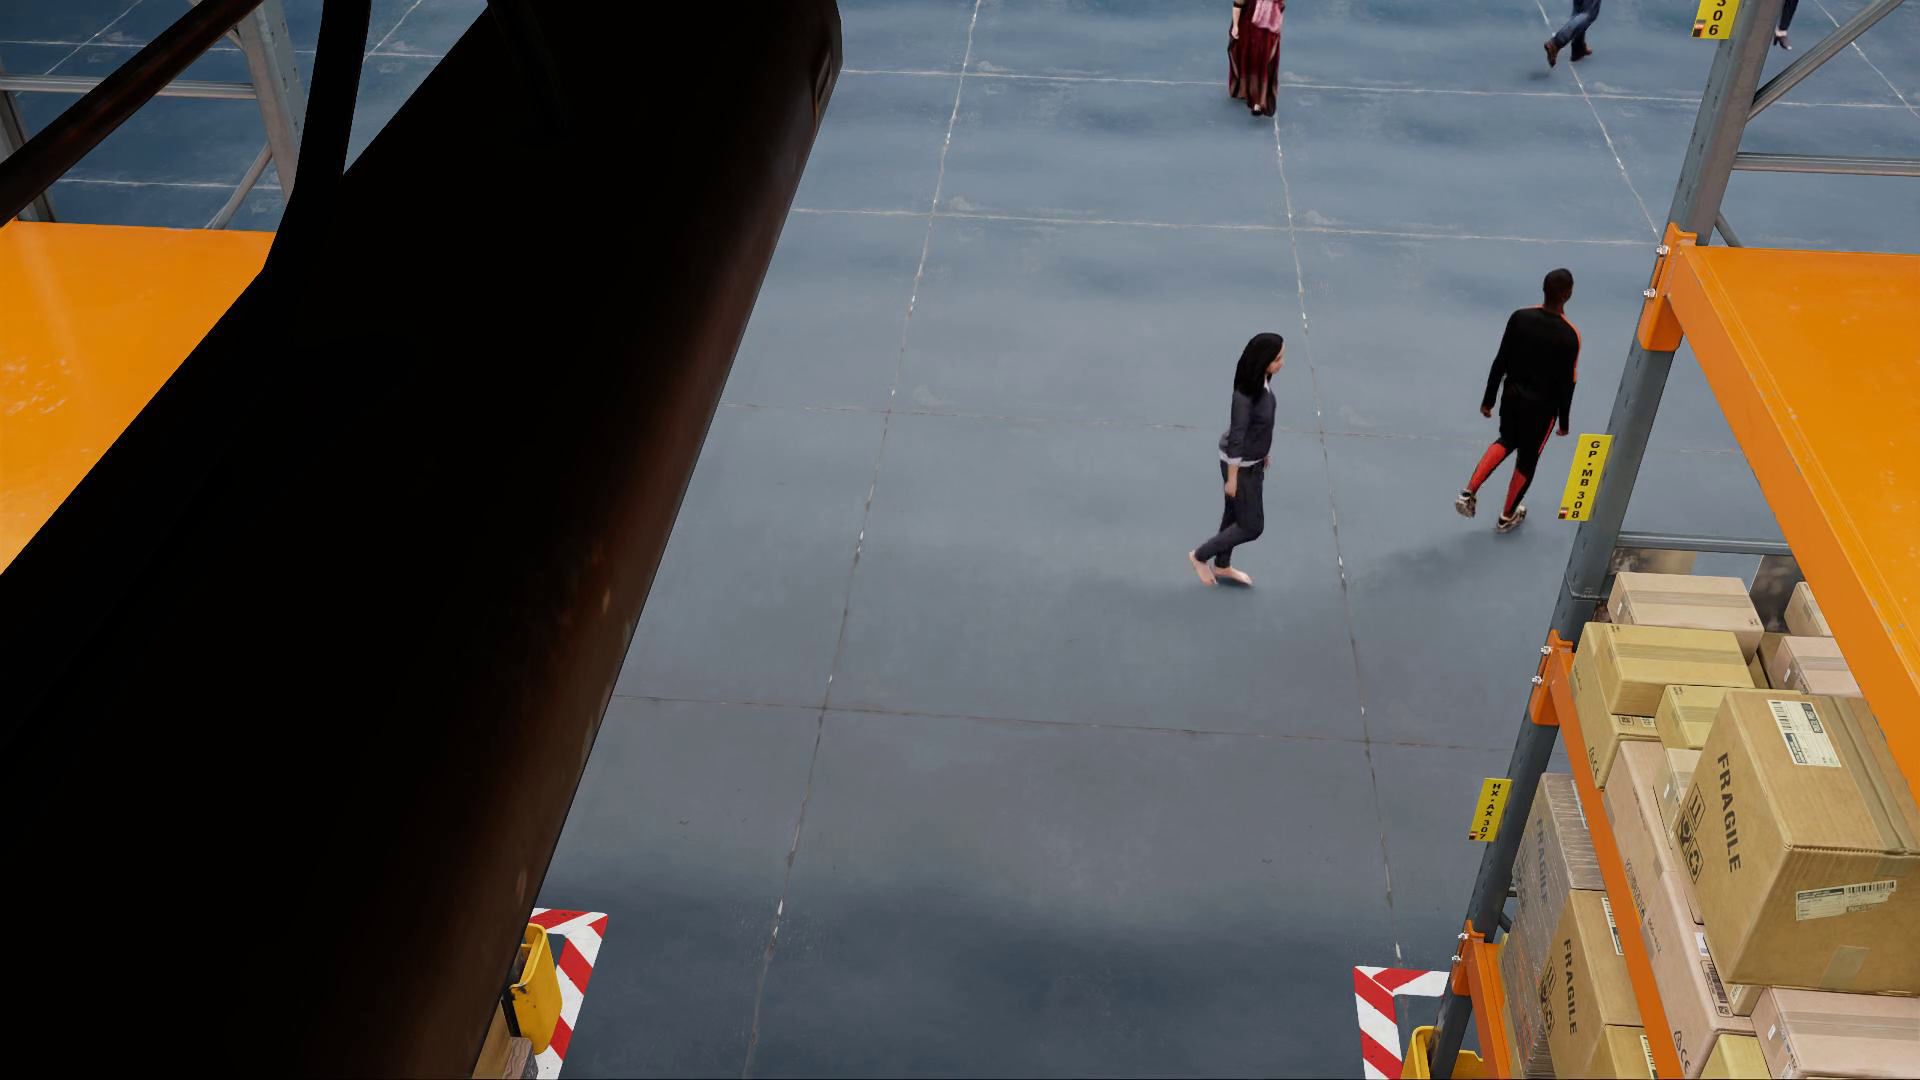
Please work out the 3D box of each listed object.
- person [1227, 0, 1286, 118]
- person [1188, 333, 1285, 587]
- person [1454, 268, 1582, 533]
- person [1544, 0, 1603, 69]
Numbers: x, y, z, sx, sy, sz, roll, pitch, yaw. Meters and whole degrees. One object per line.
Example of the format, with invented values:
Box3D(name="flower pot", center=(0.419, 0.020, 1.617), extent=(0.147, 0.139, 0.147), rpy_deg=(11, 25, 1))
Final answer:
Box3D(name="person", center=(2.713, -4.747, 15.277), extent=(0.619, 1.587, 1.037), rpy_deg=(3, 38, 4))
Box3D(name="person", center=(1.552, -0.455, 9.657), extent=(0.732, 1.752, 0.650), rpy_deg=(11, 39, 13))
Box3D(name="person", center=(3.361, -0.781, 10.043), extent=(0.974, 1.790, 0.916), rpy_deg=(-25, 45, -29))
Box3D(name="person", center=(5.984, -5.434, 15.915), extent=(1.192, 1.883, 1.174), rpy_deg=(-23, 44, -27))
